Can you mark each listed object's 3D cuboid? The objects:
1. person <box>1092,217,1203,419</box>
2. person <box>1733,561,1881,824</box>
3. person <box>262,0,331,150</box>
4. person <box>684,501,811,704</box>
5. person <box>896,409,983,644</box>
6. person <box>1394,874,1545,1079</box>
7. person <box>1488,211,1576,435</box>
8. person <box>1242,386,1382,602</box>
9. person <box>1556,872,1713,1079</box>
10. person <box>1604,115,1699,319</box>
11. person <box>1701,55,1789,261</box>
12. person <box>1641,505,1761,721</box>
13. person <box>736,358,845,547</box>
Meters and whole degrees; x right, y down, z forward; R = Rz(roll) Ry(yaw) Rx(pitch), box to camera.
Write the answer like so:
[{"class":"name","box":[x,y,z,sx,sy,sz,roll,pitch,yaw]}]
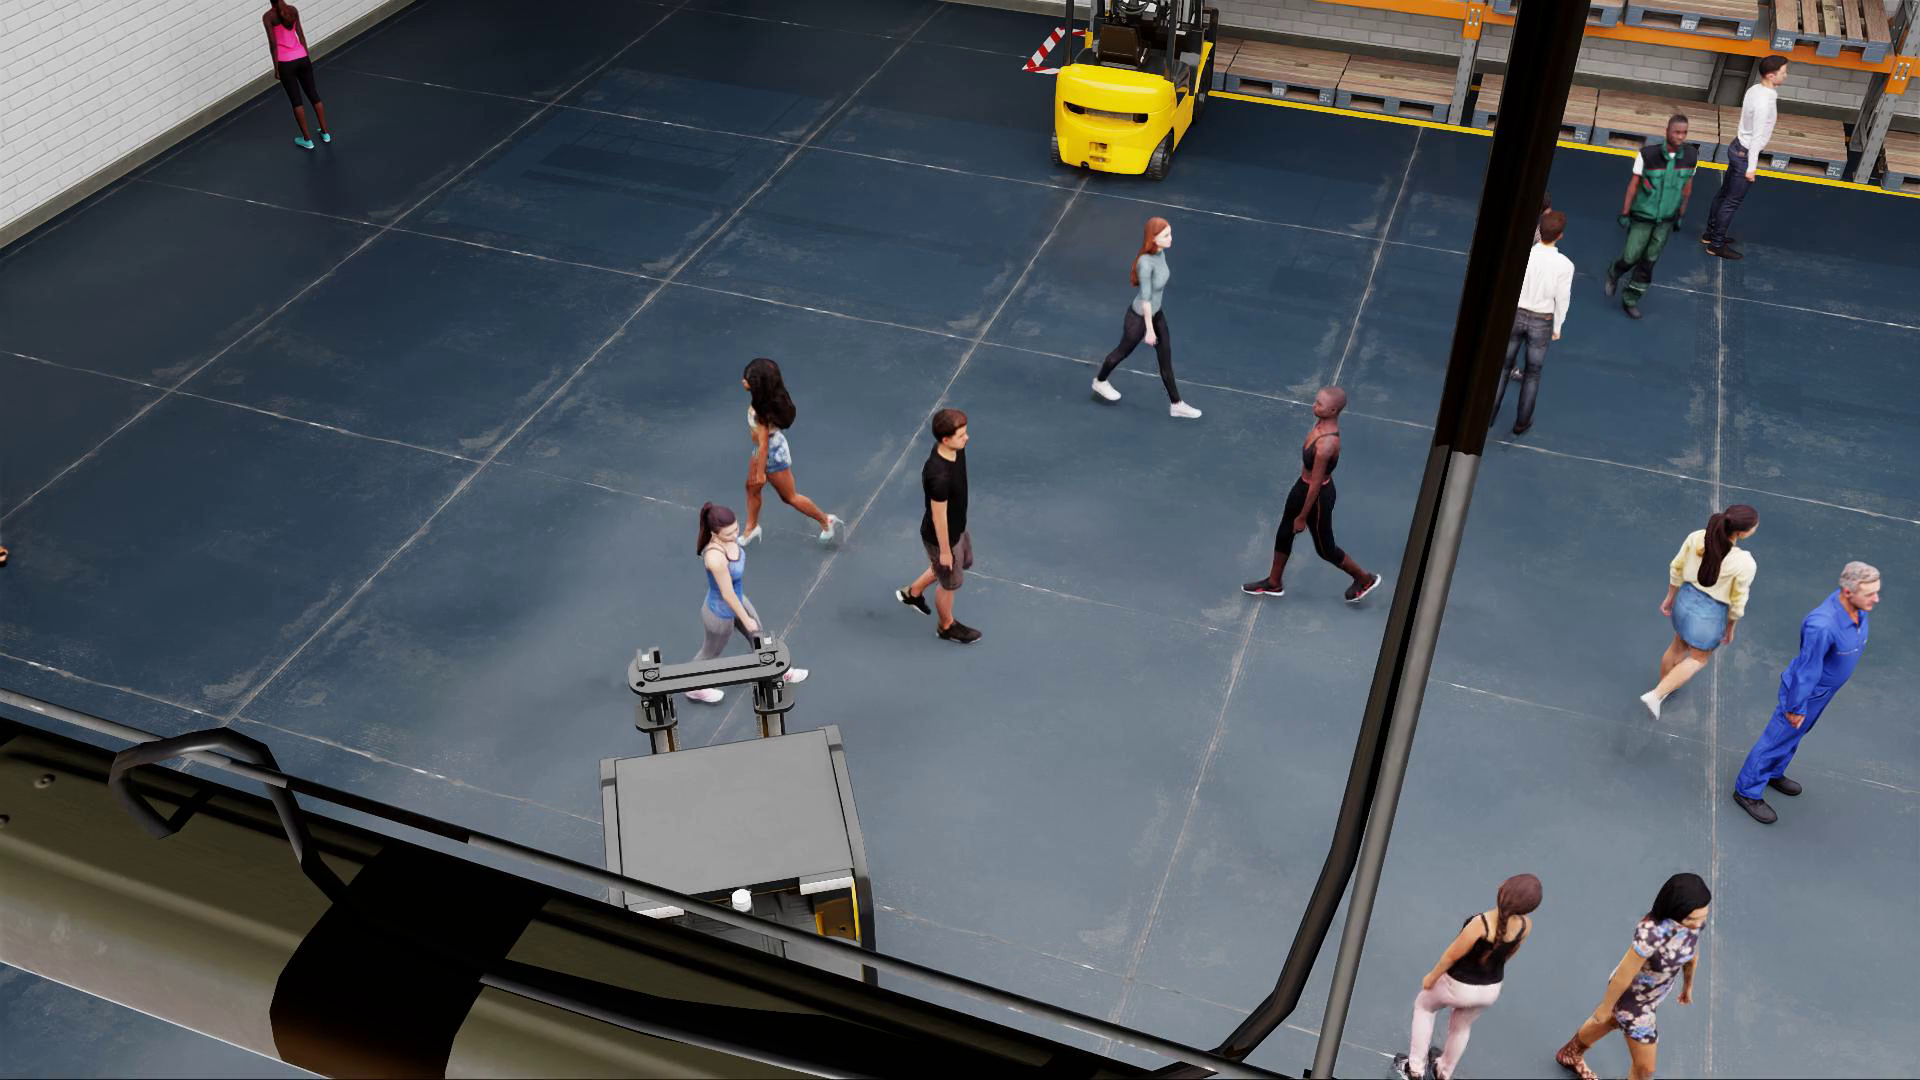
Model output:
[{"class":"person","box":[1.364,-1.722,12.975,1.196,1.688,0.688,17,42,20]},{"class":"person","box":[4.927,0.842,9.653,0.791,1.828,0.741,-31,48,-32]},{"class":"person","box":[-6.748,-4.825,16.834,0.662,1.722,0.640,31,48,33]},{"class":"person","box":[-1.537,0.430,10.379,1.087,1.566,0.748,2,39,3]},{"class":"person","box":[-0.177,-0.100,10.815,0.891,1.850,0.758,6,39,8]},{"class":"person","box":[2.498,2.198,8.189,0.643,1.535,0.769,-11,40,-14]},{"class":"person","box":[4.361,-1.654,12.744,0.508,1.871,0.738,17,42,21]},{"class":"person","box":[2.466,-0.244,11.094,1.213,1.727,0.824,1,39,1]},{"class":"person","box":[3.248,2.149,8.117,0.973,1.703,1.103,-24,45,-27]},{"class":"person","box":[5.889,-2.804,14.219,0.845,1.827,0.895,-2,39,-3]},{"class":"person","box":[7.092,-3.487,15.041,0.622,1.869,0.645,8,39,9]},{"class":"person","box":[4.543,0.485,10.268,0.965,1.619,0.953,-28,47,-31]},{"class":"person","box":[-1.231,-0.563,11.599,1.105,1.595,0.901,-6,39,-8]}]
